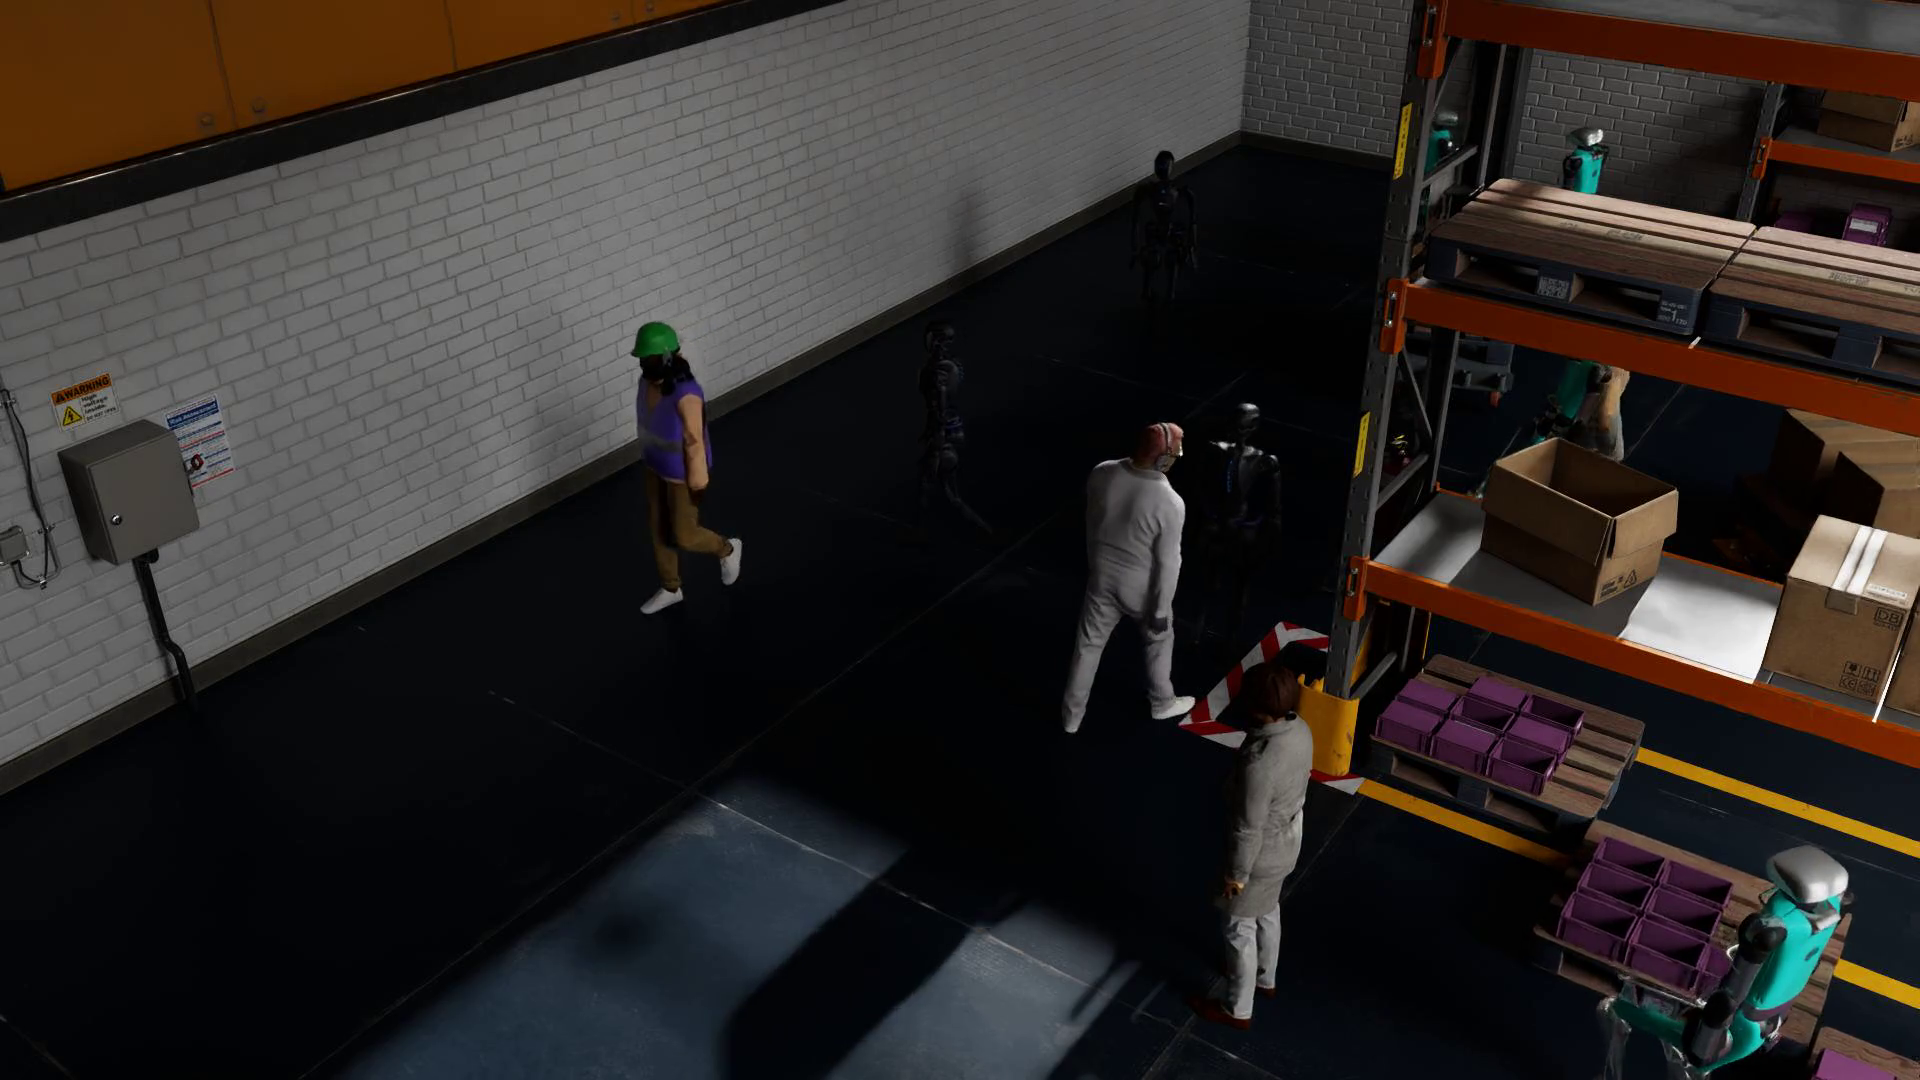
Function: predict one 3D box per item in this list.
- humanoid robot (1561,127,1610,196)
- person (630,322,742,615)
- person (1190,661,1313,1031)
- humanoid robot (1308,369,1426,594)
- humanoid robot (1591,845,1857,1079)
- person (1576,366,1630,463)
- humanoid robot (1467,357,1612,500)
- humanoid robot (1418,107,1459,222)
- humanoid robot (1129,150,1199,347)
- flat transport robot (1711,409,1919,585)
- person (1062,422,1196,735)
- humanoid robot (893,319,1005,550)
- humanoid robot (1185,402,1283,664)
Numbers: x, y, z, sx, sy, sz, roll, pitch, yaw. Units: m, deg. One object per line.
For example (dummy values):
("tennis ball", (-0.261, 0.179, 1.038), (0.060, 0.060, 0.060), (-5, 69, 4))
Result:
("humanoid robot", (5.039, -2.700, 14.346), (0.564, 1.850, 0.803), (-22, 37, -34))
("person", (-1.723, -0.453, 10.181), (0.555, 1.908, 0.634), (25, 38, 36))
("person", (1.286, 1.324, 7.189), (0.364, 1.823, 0.522), (17, 34, 27))
("humanoid robot", (2.626, -0.321, 10.256), (0.814, 1.634, 0.603), (-3, 30, -6))
("humanoid robot", (2.888, 1.795, 6.497), (0.547, 1.750, 1.037), (-16, 34, -26))
("person", (4.266, -0.964, 11.133), (0.444, 1.852, 0.574), (0, 30, 0))
("humanoid robot", (3.557, -0.582, 10.611), (1.029, 1.737, 0.531), (2, 30, 3))
("humanoid robot", (4.418, -2.935, 14.707), (0.887, 1.814, 0.564), (-6, 30, -10))
("humanoid robot", (1.729, -2.484, 13.953), (0.592, 1.640, 0.576), (5, 30, 9))
("flat transport robot", (5.753, 0.109, 10.851), (1.431, 0.231, 0.659), (-2, 30, -4))
("person", (0.926, 0.229, 9.073), (0.657, 1.854, 0.739), (23, 37, 35))
("humanoid robot", (-0.064, -0.674, 10.844), (0.710, 1.649, 0.585), (-3, 30, -5))
("humanoid robot", (1.564, -0.009, 9.643), (0.584, 1.642, 0.430), (17, 34, 27))
